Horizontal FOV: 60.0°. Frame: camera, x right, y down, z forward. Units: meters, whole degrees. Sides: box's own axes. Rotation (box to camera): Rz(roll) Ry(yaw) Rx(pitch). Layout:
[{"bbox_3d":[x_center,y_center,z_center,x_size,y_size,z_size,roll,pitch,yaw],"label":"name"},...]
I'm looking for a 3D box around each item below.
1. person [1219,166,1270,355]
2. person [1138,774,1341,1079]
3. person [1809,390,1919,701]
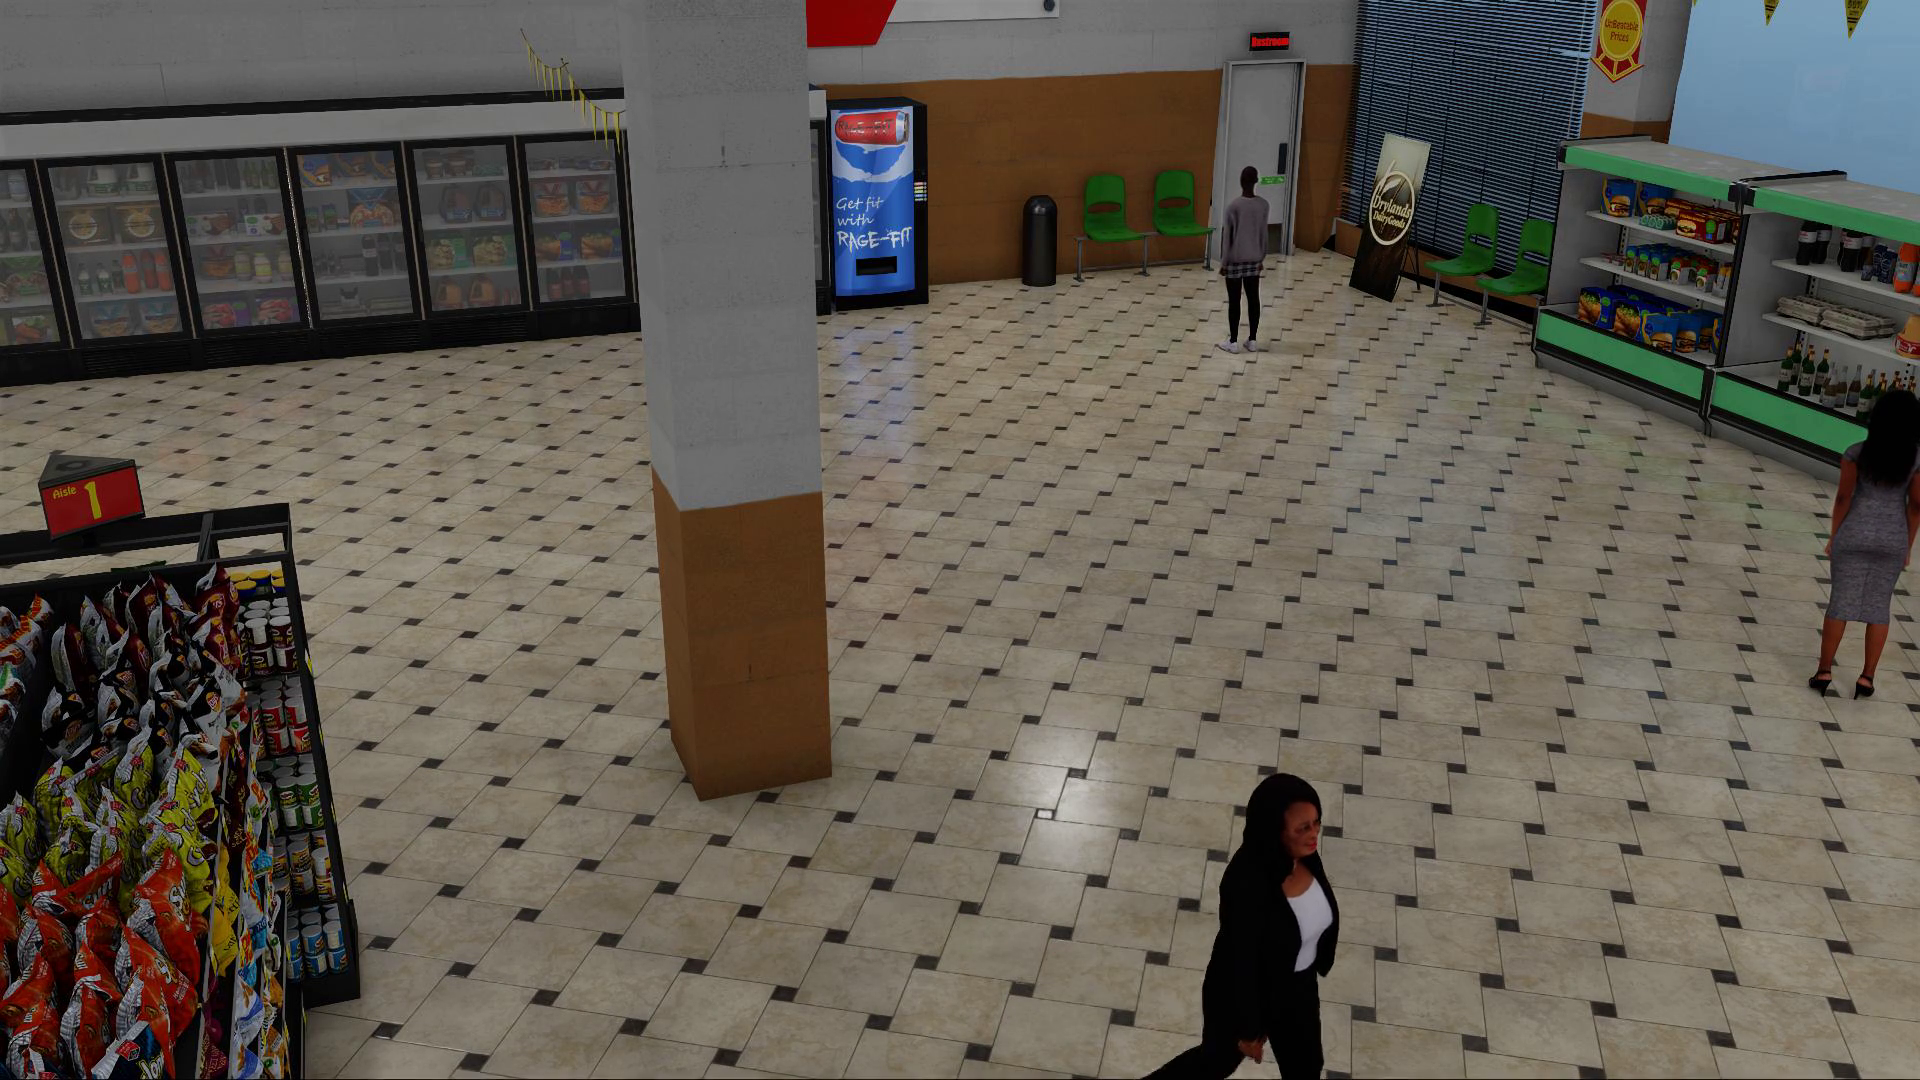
[{"bbox_3d":[2.710,-2.673,15.869,0.616,1.771,0.509,-7,23,-17],"label":"person"},{"bbox_3d":[0.946,1.519,5.698,1.222,1.575,1.026,17,27,35],"label":"person"},{"bbox_3d":[4.982,0.040,9.104,0.657,1.781,0.717,10,24,23],"label":"person"}]
